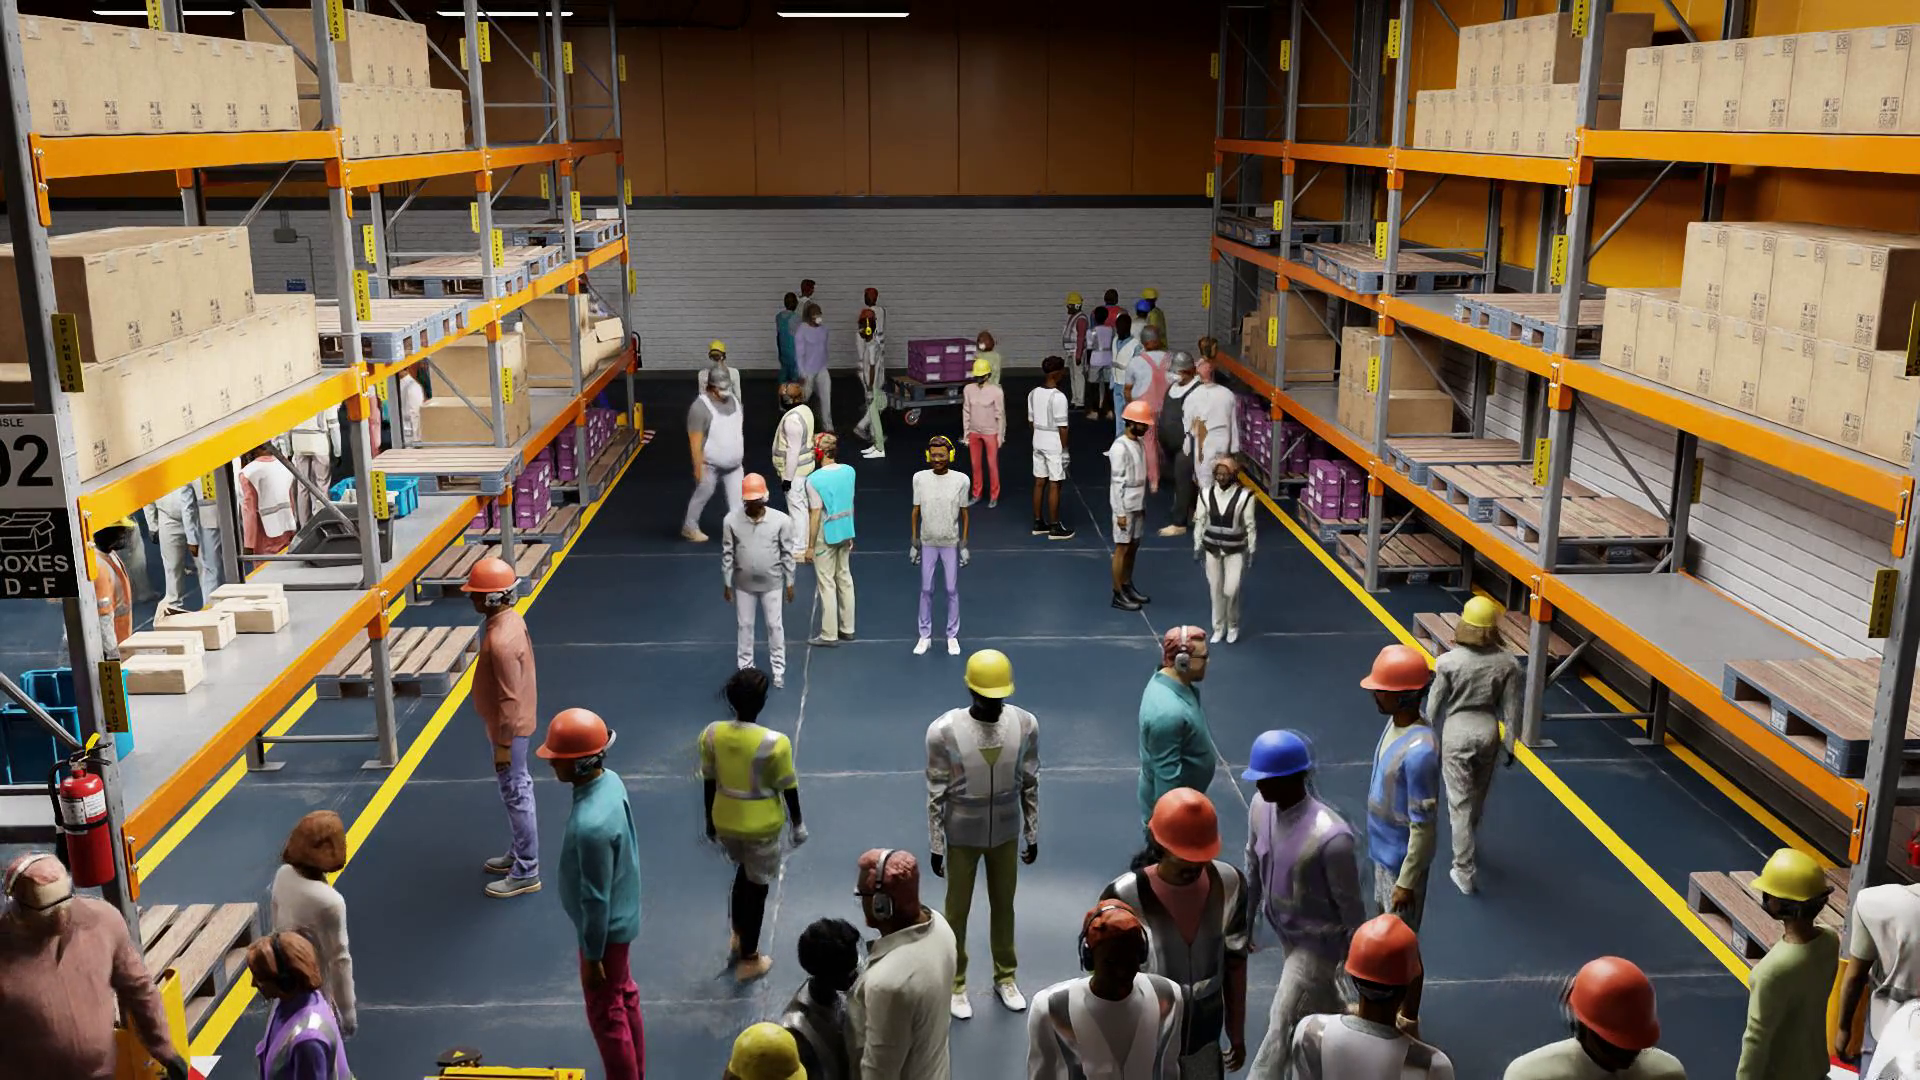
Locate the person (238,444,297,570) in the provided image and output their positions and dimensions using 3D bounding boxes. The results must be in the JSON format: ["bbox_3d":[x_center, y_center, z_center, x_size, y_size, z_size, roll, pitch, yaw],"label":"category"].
[{"bbox_3d":[-5.873,-0.047,14.174,0.401,1.909,0.599,4,15,14],"label":"person"}]

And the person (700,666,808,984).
[{"bbox_3d":[-1.057,1.465,8.678,0.543,1.680,0.516,9,17,31],"label":"person"}]

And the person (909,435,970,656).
[{"bbox_3d":[-0.173,0.045,13.884,0.509,1.872,0.328,1,14,4],"label":"person"}]

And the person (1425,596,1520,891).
[{"bbox_3d":[2.996,1.146,9.869,0.508,1.701,0.849,0,14,1],"label":"person"}]

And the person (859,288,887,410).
[{"bbox_3d":[-1.348,-2.928,25.527,0.346,1.882,0.584,8,17,30],"label":"person"}]

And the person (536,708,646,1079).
[{"bbox_3d":[-1.592,1.673,7.271,0.407,1.987,0.620,-1,14,-5],"label":"person"}]

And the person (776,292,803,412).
[{"bbox_3d":[-2.570,-2.841,25.293,0.502,1.837,0.341,9,17,33],"label":"person"}]

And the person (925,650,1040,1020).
[{"bbox_3d":[0.123,1.452,8.267,0.587,1.920,0.396,-4,15,-16],"label":"person"}]

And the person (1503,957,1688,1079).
[{"bbox_3d":[1.963,2.211,5.170,0.619,1.978,0.496,-1,14,-2],"label":"person"}]

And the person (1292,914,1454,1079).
[{"bbox_3d":[1.350,2.151,5.505,0.543,1.929,0.385,10,18,35],"label":"person"}]

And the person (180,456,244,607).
[{"bbox_3d":[-6.418,-0.094,14.361,0.398,1.909,0.600,8,17,30],"label":"person"}]

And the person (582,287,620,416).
[{"bbox_3d":[-5.523,-2.834,24.844,0.992,2.000,0.682,8,16,28],"label":"person"}]

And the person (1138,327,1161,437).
[{"bbox_3d":[2.352,-1.755,20.946,0.434,1.884,0.606,3,15,13],"label":"person"}]

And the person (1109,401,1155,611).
[{"bbox_3d":[1.573,-0.321,15.211,0.374,1.928,0.544,8,16,29],"label":"person"}]

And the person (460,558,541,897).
[{"bbox_3d":[-2.632,1.068,9.616,0.381,1.994,0.622,-3,15,-13],"label":"person"}]

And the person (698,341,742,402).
[{"bbox_3d":[-2.940,-1.558,20.400,0.523,1.760,0.328,-4,15,-13],"label":"person"}]

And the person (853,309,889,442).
[{"bbox_3d":[-1.237,-2.252,22.931,0.502,1.858,0.623,-7,16,-26],"label":"person"}]

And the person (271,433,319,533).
[{"bbox_3d":[-7.159,-1.013,18.024,0.575,1.880,0.358,-5,15,-19],"label":"person"}]

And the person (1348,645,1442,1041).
[{"bbox_3d":[2.058,1.477,7.918,0.392,2.039,0.615,1,14,4],"label":"person"}]

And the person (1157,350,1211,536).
[{"bbox_3d":[2.479,-1.078,17.949,0.828,2.000,0.722,-6,16,-24],"label":"person"}]

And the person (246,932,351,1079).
[{"bbox_3d":[-2.343,2.170,6.021,0.314,1.630,0.528,-8,16,-27],"label":"person"}]

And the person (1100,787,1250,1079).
[{"bbox_3d":[0.822,1.886,6.342,0.611,2.032,0.411,-4,15,-17],"label":"person"}]

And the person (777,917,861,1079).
[{"bbox_3d":[-0.555,2.131,6.091,0.405,1.678,0.534,4,15,17],"label":"person"}]

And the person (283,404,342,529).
[{"bbox_3d":[-6.925,-0.979,17.823,0.594,1.912,0.399,-1,14,-3],"label":"person"}]

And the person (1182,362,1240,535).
[{"bbox_3d":[2.645,-0.968,17.862,0.653,1.869,0.638,-8,16,-30],"label":"person"}]

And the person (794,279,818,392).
[{"bbox_3d":[-2.532,-3.345,27.252,0.389,1.839,0.563,-6,16,-23],"label":"person"}]

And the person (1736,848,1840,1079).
[{"bbox_3d":[3.121,2.016,6.366,0.525,1.761,0.340,-11,18,-36],"label":"person"}]

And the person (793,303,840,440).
[{"bbox_3d":[-2.109,-2.383,23.379,0.969,1.903,0.641,13,19,42],"label":"person"}]

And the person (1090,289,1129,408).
[{"bbox_3d":[2.321,-2.953,25.709,0.623,1.845,0.430,4,15,16],"label":"person"}]

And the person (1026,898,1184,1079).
[{"bbox_3d":[0.498,2.118,5.721,0.573,1.883,0.354,-4,15,-16],"label":"person"}]

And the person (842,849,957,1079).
[{"bbox_3d":[-0.235,2.023,6.077,0.401,1.895,0.653,4,15,14],"label":"person"}]

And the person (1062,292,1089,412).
[{"bbox_3d":[1.768,-2.882,25.467,0.403,1.824,0.594,-2,14,-9],"label":"person"}]

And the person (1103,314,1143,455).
[{"bbox_3d":[2.183,-2.024,21.921,0.394,1.914,0.587,-8,16,-29],"label":"person"}]

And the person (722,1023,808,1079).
[{"bbox_3d":[-0.601,2.310,5.259,0.321,1.737,0.484,11,18,38],"label":"person"}]

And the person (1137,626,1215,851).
[{"bbox_3d":[1.126,1.360,8.678,0.394,1.899,0.642,2,14,9],"label":"person"}]

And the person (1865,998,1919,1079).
[{"bbox_3d":[3.100,2.181,5.485,0.412,1.872,0.604,9,17,30],"label":"person"}]

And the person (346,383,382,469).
[{"bbox_3d":[-7.568,-1.870,21.177,0.618,1.986,0.408,4,15,14],"label":"person"}]

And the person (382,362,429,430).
[{"bbox_3d":[-6.760,-1.565,20.213,0.942,1.866,0.617,4,15,14],"label":"person"}]

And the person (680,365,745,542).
[{"bbox_3d":[-2.546,-0.911,17.295,0.733,2.000,1.016,-14,20,-43],"label":"person"}]

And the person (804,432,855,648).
[{"bbox_3d":[-1.084,0.005,14.096,0.373,1.840,0.572,10,17,34],"label":"person"}]

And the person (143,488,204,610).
[{"bbox_3d":[-6.795,-0.153,14.590,0.643,1.906,0.408,-7,16,-25],"label":"person"}]

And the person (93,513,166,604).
[{"bbox_3d":[-7.749,-0.242,15.188,0.588,1.811,0.754,5,15,19],"label":"person"}]

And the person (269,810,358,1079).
[{"bbox_3d":[-2.767,1.929,7.064,0.532,1.588,0.803,13,19,41],"label":"person"}]

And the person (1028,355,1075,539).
[{"bbox_3d":[0.973,-0.994,17.766,0.367,1.967,0.602,-10,17,-33],"label":"person"}]

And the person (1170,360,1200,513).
[{"bbox_3d":[2.619,-1.185,18.938,0.560,1.753,0.329,-9,17,-32],"label":"person"}]

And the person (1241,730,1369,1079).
[{"bbox_3d":[1.476,1.721,7.271,1.052,1.878,0.636,-6,15,-21],"label":"person"}]

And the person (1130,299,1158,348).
[{"bbox_3d":[2.535,-2.477,23.765,0.608,1.908,0.982,2,14,8],"label":"person"}]

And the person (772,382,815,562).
[{"bbox_3d":[-1.686,-0.689,16.837,0.429,1.837,0.621,2,14,8],"label":"person"}]

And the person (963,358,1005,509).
[{"bbox_3d":[0.261,-1.221,19.103,0.523,1.752,0.375,8,16,28],"label":"person"}]

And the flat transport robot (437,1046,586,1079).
[{"bbox_3d":[-2.092,2.606,7.019,0.652,0.197,1.431,1,14,3],"label":"flat transport robot"}]

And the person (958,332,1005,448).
[{"bbox_3d":[0.338,-2.042,22.639,0.513,1.576,0.884,11,18,37],"label":"person"}]

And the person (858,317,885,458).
[{"bbox_3d":[-1.171,-2.019,22.022,0.332,1.859,0.502,-1,14,-5],"label":"person"}]

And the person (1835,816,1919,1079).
[{"bbox_3d":[3.728,1.951,6.471,0.561,1.837,0.388,6,15,22],"label":"person"}]

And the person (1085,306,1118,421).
[{"bbox_3d":[2.095,-2.622,24.695,0.540,1.695,0.317,-6,16,-24],"label":"person"}]

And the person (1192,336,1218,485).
[{"bbox_3d":[2.962,-1.571,20.310,0.340,1.838,0.514,1,14,5],"label":"person"}]

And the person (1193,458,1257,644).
[{"bbox_3d":[2.242,0.102,14.124,0.546,1.623,0.395,7,16,25],"label":"person"}]

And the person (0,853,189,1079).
[{"bbox_3d":[-3.325,2.006,6.237,1.027,1.839,0.705,8,16,29],"label":"person"}]

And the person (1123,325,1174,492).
[{"bbox_3d":[2.314,-1.638,20.150,0.681,2.000,0.998,-3,15,-12],"label":"person"}]

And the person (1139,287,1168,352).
[{"bbox_3d":[2.957,-2.904,25.424,0.510,1.897,0.615,4,15,15],"label":"person"}]

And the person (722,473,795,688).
[{"bbox_3d":[-1.581,0.320,13.056,0.578,1.743,0.354,0,14,2],"label":"person"}]
